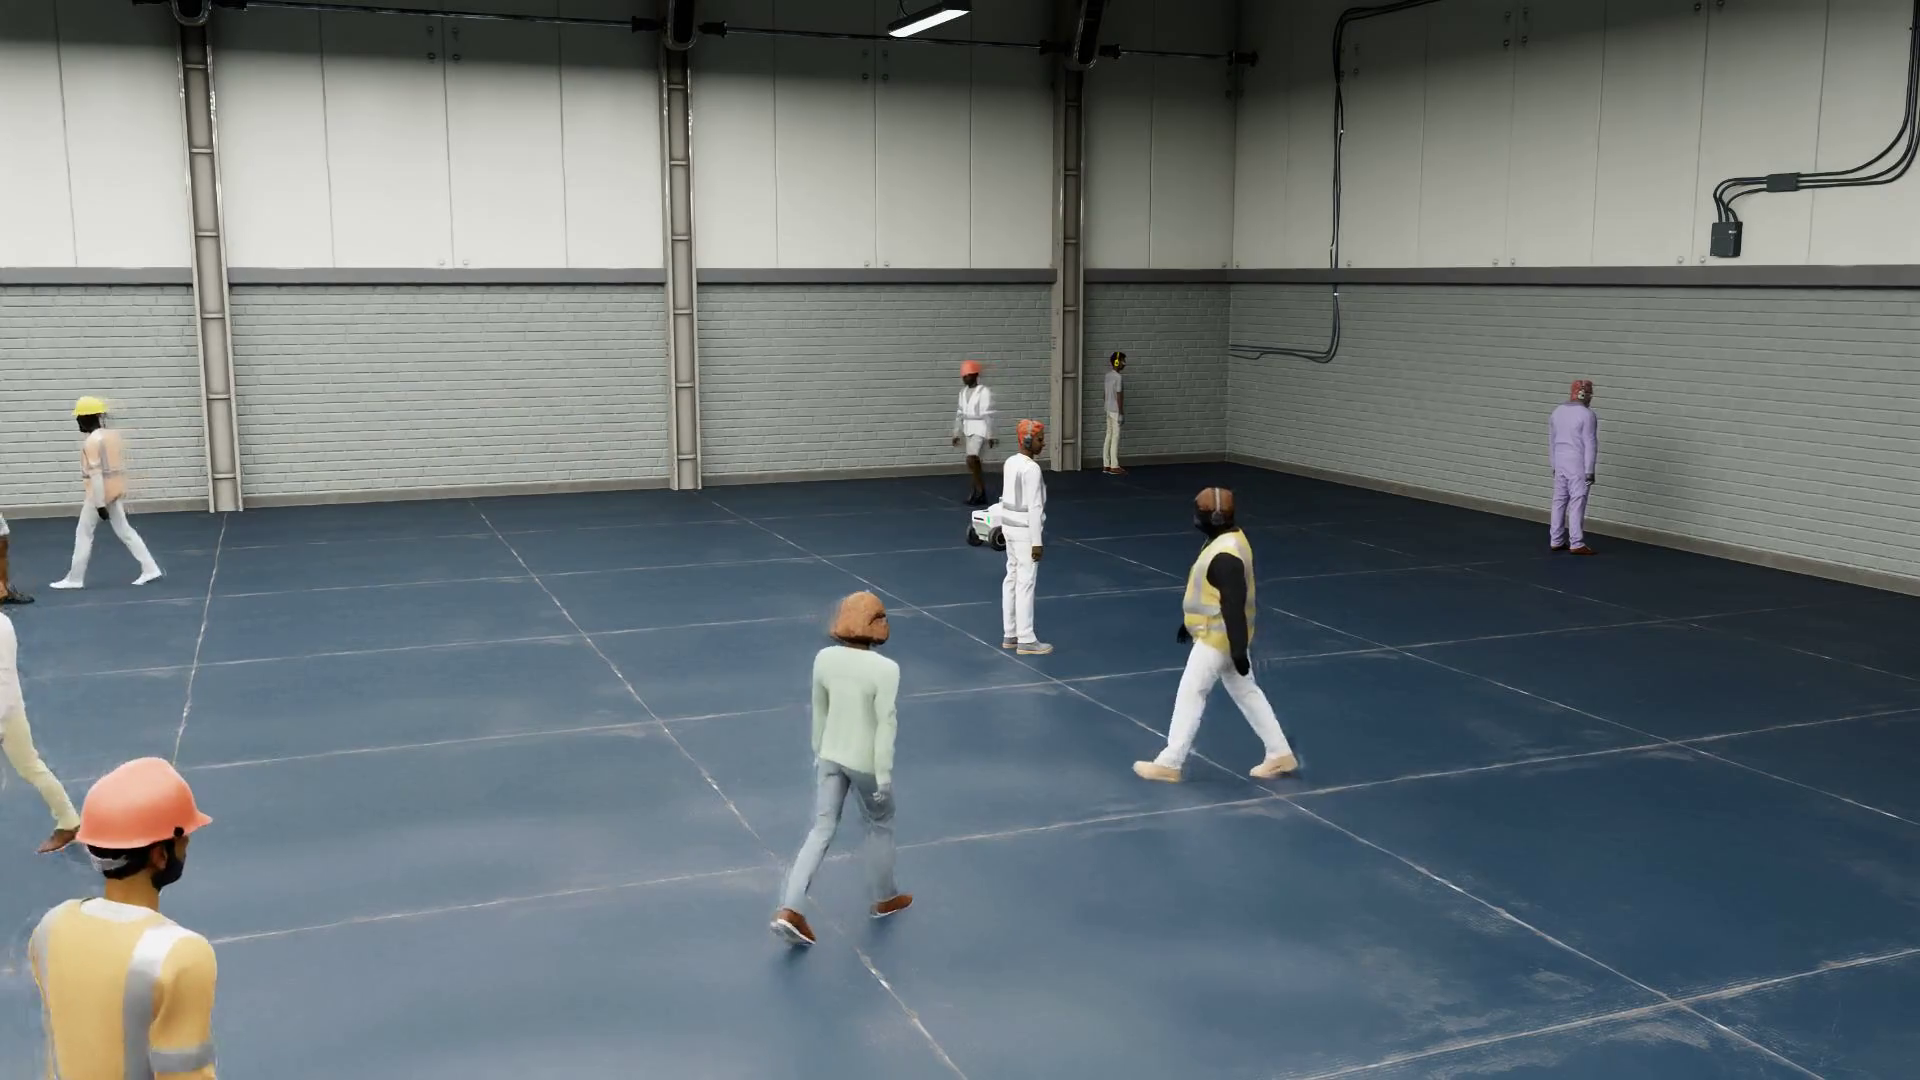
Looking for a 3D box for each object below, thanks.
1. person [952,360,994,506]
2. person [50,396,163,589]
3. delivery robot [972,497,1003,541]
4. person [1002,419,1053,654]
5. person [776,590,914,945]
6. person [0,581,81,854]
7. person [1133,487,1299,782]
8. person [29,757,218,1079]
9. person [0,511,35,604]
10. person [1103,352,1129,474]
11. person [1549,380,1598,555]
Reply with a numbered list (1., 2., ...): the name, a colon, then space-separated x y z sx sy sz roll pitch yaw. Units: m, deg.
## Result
1. person: 0.124 -1.393 21.846 0.693 1.912 0.576 -7 11 -38
2. person: -8.302 -0.459 16.106 0.980 1.886 0.586 -1 9 -4
3. delivery robot: 0.487 -0.240 18.562 0.707 0.478 0.477 -6 11 -37
4. person: 0.520 -0.029 13.385 0.358 1.885 0.574 -3 10 -20
5. person: -0.535 1.034 7.632 0.507 1.597 0.836 6 11 34
6. person: -4.951 0.894 8.512 0.514 1.587 0.850 6 11 33
7. person: 1.576 0.568 9.921 0.962 1.803 0.624 2 9 12
8. person: -1.999 1.471 3.930 0.563 1.908 0.936 4 10 23
9. person: -9.025 -0.324 15.184 0.832 1.911 0.551 -1 9 -6
10. person: 2.376 -1.945 25.490 0.332 1.864 0.514 -3 10 -20
11. person: 6.718 -0.796 18.155 0.399 1.902 0.642 -3 10 -20
